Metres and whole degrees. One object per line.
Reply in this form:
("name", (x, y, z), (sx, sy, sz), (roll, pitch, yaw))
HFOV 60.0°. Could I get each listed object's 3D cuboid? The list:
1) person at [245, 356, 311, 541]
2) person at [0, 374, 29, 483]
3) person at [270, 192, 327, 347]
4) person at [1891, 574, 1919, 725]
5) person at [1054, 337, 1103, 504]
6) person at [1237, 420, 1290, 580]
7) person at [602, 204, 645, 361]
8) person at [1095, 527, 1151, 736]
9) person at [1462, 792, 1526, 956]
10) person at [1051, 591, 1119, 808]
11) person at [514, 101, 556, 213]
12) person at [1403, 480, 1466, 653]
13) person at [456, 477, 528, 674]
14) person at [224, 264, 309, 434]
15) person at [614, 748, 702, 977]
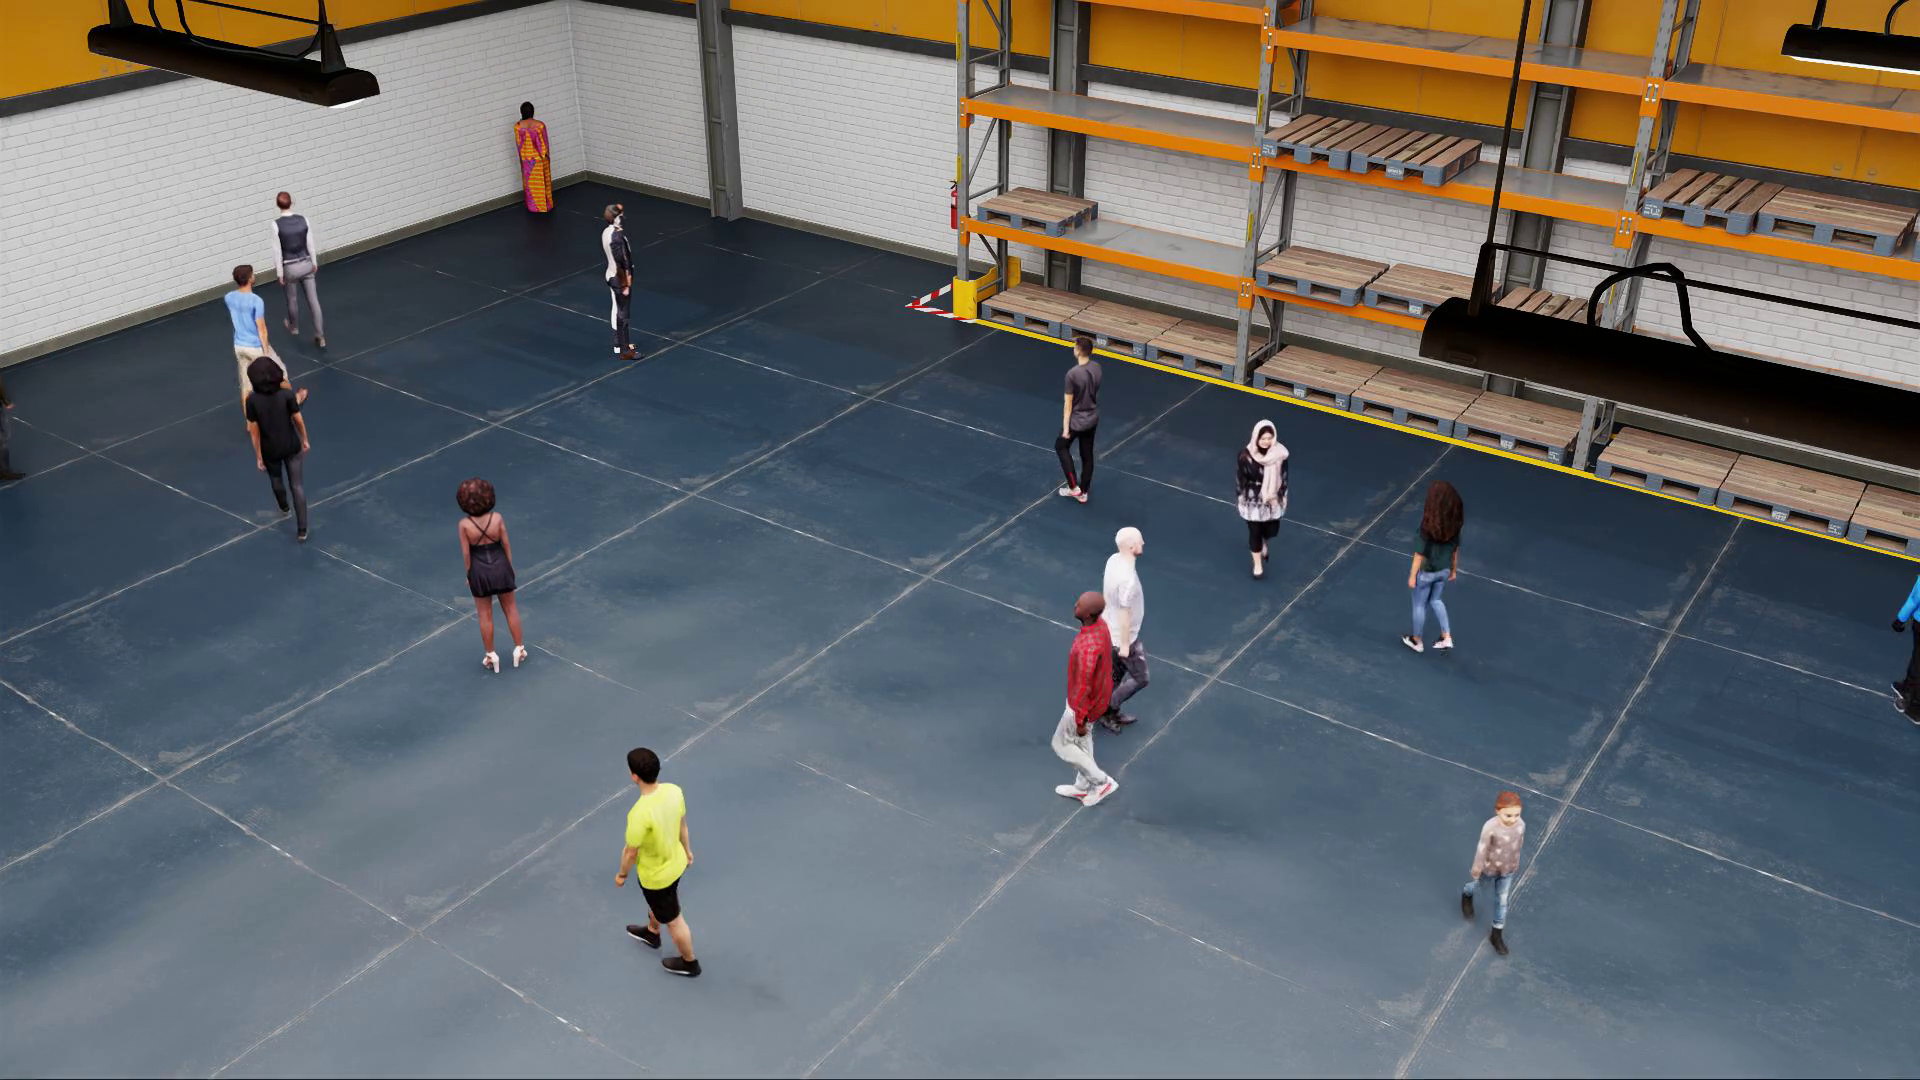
("person", (-6.510, -0.846, 15.964), (1.020, 1.799, 1.196), (-12, 31, -21))
("person", (-10.124, -1.442, 17.094), (0.732, 1.764, 0.907), (-3, 29, -5))
("person", (-8.057, -3.284, 20.319), (0.903, 1.910, 1.163), (-20, 35, -33))
("person", (7.786, 0.693, 13.167), (0.838, 1.778, 0.899), (-6, 29, -10))
("person", (1.263, -1.157, 16.584), (0.722, 1.752, 0.712), (-20, 34, -32))
("person", (2.775, -0.424, 15.395), (0.850, 1.605, 0.910), (-2, 29, -4))
("person", (-4.103, -3.128, 20.052), (0.834, 1.892, 0.732), (-10, 30, -18))
("person", (1.180, 0.733, 13.050), (0.886, 1.819, 0.836), (-2, 29, -3))
("person", (3.570, 2.143, 11.133), (0.823, 1.180, 0.862), (-3, 29, -5))
("person", (1.011, 1.186, 12.230), (0.817, 1.809, 0.766), (10, 30, 17))
("person", (-6.480, -5.855, 25.271), (0.778, 1.682, 0.840), (-4, 29, -8))
("person", (4.055, 0.286, 14.093), (0.782, 1.604, 0.871), (-16, 32, -26))
("person", (-3.920, 0.295, 13.884), (0.655, 1.789, 0.683), (-12, 31, -21))
("person", (-7.777, -2.052, 18.158), (1.200, 1.817, 1.012), (6, 29, 10))
("person", (-1.849, 2.108, 10.672), (0.932, 1.682, 0.733), (11, 30, 19))
